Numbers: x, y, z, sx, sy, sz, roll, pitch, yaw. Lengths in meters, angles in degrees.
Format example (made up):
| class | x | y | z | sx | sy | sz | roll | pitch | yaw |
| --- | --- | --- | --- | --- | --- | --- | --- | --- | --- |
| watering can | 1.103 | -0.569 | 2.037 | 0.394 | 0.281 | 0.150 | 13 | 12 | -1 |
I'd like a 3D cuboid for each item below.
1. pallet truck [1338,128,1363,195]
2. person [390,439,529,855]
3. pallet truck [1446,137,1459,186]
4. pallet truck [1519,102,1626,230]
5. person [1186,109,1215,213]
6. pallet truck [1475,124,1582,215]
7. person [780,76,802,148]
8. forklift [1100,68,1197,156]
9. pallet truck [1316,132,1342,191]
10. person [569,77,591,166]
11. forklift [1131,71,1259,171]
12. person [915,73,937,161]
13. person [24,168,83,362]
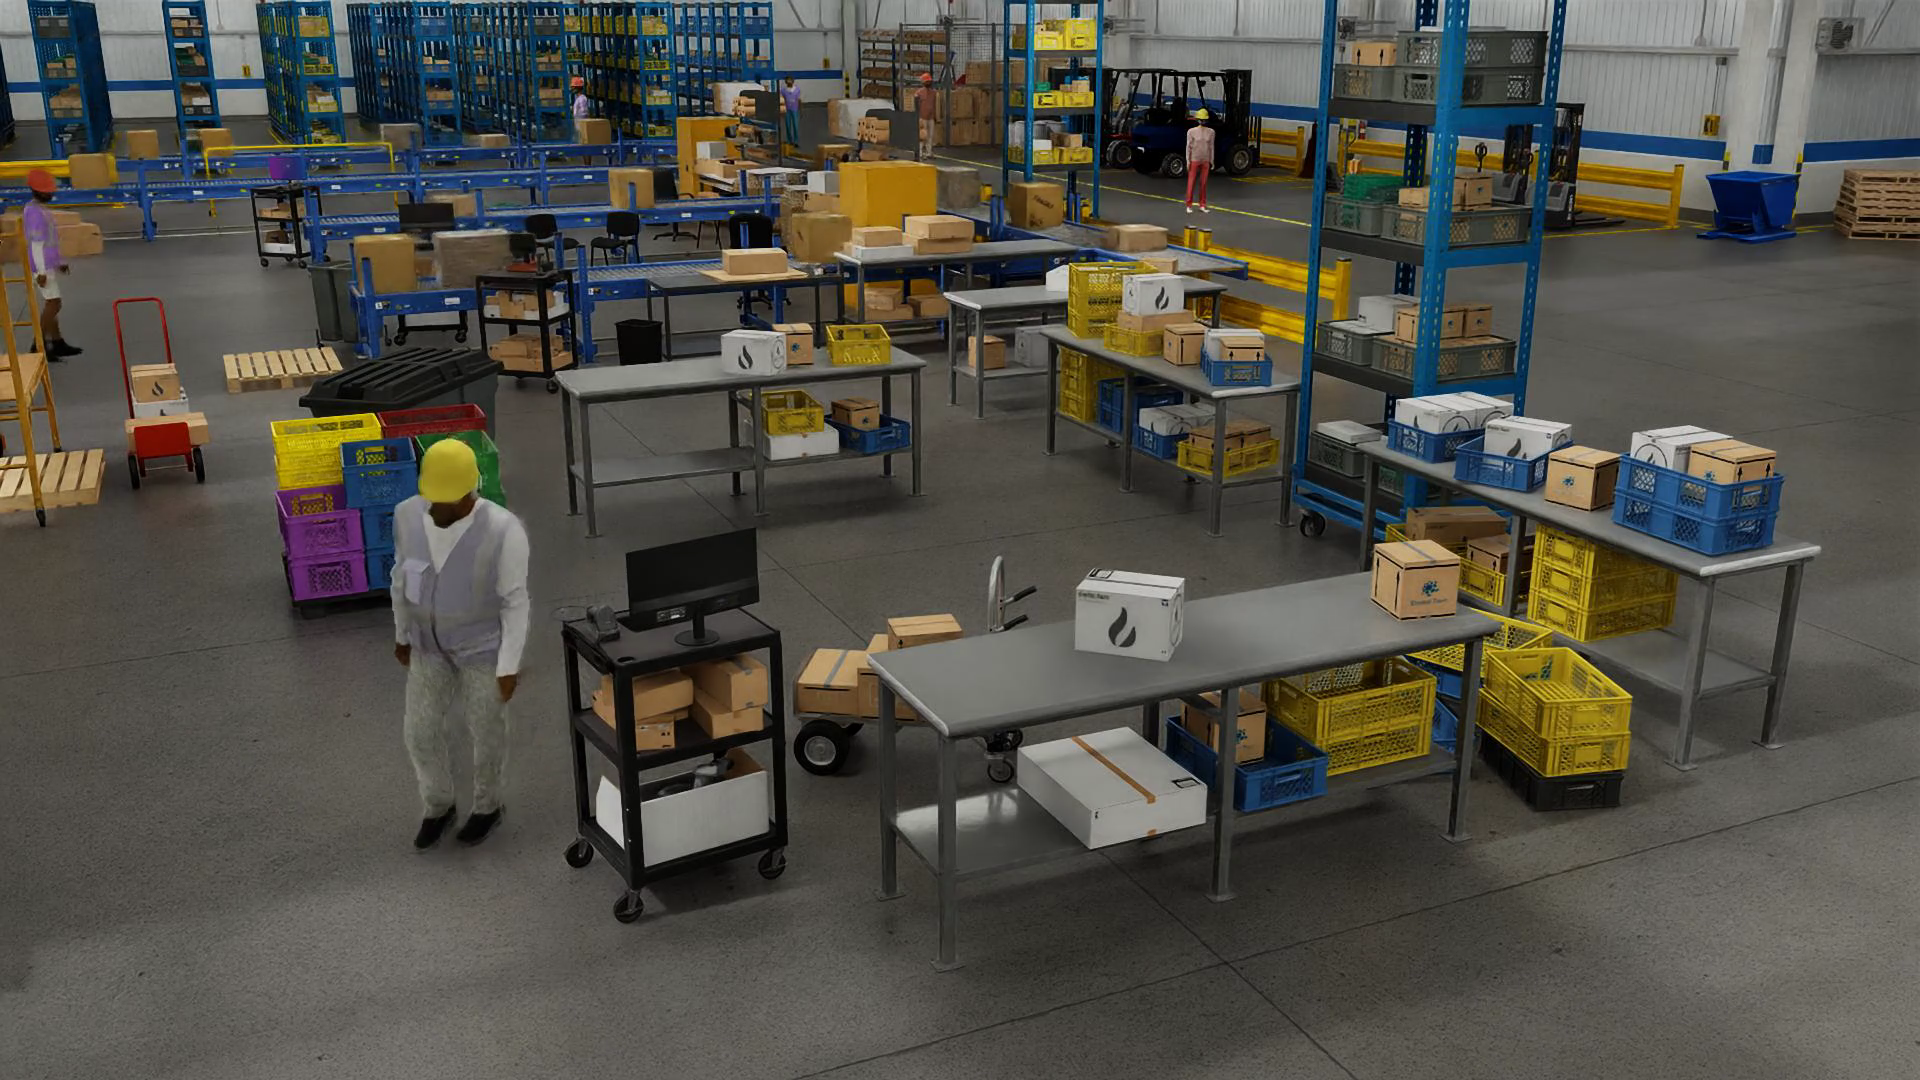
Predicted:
| class | x | y | z | sx | sy | sz | roll | pitch | yaw |
| --- | --- | --- | --- | --- | --- | --- | --- | --- | --- |
| pallet truck | 7.845 | -7.140 | 31.411 | 1.522 | 1.261 | 0.704 | -9 | 20 | -25 |
| person | -2.043 | 0.441 | 6.718 | 0.663 | 1.785 | 0.539 | 4 | 18 | 11 |
| pallet truck | 9.184 | -6.485 | 29.328 | 1.630 | 1.274 | 0.653 | -8 | 19 | -23 |
| pallet truck | 9.972 | -6.037 | 26.785 | 1.885 | 1.965 | 0.823 | -9 | 20 | -25 |
| person | 4.159 | -6.558 | 28.805 | 0.522 | 1.769 | 0.310 | -5 | 18 | -14 |
| pallet truck | 9.707 | -6.455 | 28.103 | 1.885 | 1.965 | 0.823 | -7 | 19 | -20 |
| person | -4.345 | -10.967 | 42.640 | 0.587 | 1.792 | 0.954 | -1 | 18 | -5 |
| forklift | 4.082 | -9.564 | 37.410 | 2.680 | 1.987 | 1.157 | -8 | 19 | -23 |
| pallet truck | 7.723 | -7.504 | 32.656 | 1.601 | 1.201 | 0.680 | -8 | 19 | -23 |
| person | -8.029 | -8.741 | 35.230 | 0.373 | 2.044 | 0.606 | -7 | 19 | -20 |
| forklift | 4.998 | -8.936 | 35.413 | 2.680 | 1.987 | 1.157 | -9 | 20 | -25 |
| person | -0.785 | -9.908 | 38.980 | 0.623 | 1.994 | 0.382 | -15 | 23 | -39 |
| person | -9.098 | -2.734 | 16.535 | 0.480 | 1.915 | 0.732 | -7 | 19 | -22 |
